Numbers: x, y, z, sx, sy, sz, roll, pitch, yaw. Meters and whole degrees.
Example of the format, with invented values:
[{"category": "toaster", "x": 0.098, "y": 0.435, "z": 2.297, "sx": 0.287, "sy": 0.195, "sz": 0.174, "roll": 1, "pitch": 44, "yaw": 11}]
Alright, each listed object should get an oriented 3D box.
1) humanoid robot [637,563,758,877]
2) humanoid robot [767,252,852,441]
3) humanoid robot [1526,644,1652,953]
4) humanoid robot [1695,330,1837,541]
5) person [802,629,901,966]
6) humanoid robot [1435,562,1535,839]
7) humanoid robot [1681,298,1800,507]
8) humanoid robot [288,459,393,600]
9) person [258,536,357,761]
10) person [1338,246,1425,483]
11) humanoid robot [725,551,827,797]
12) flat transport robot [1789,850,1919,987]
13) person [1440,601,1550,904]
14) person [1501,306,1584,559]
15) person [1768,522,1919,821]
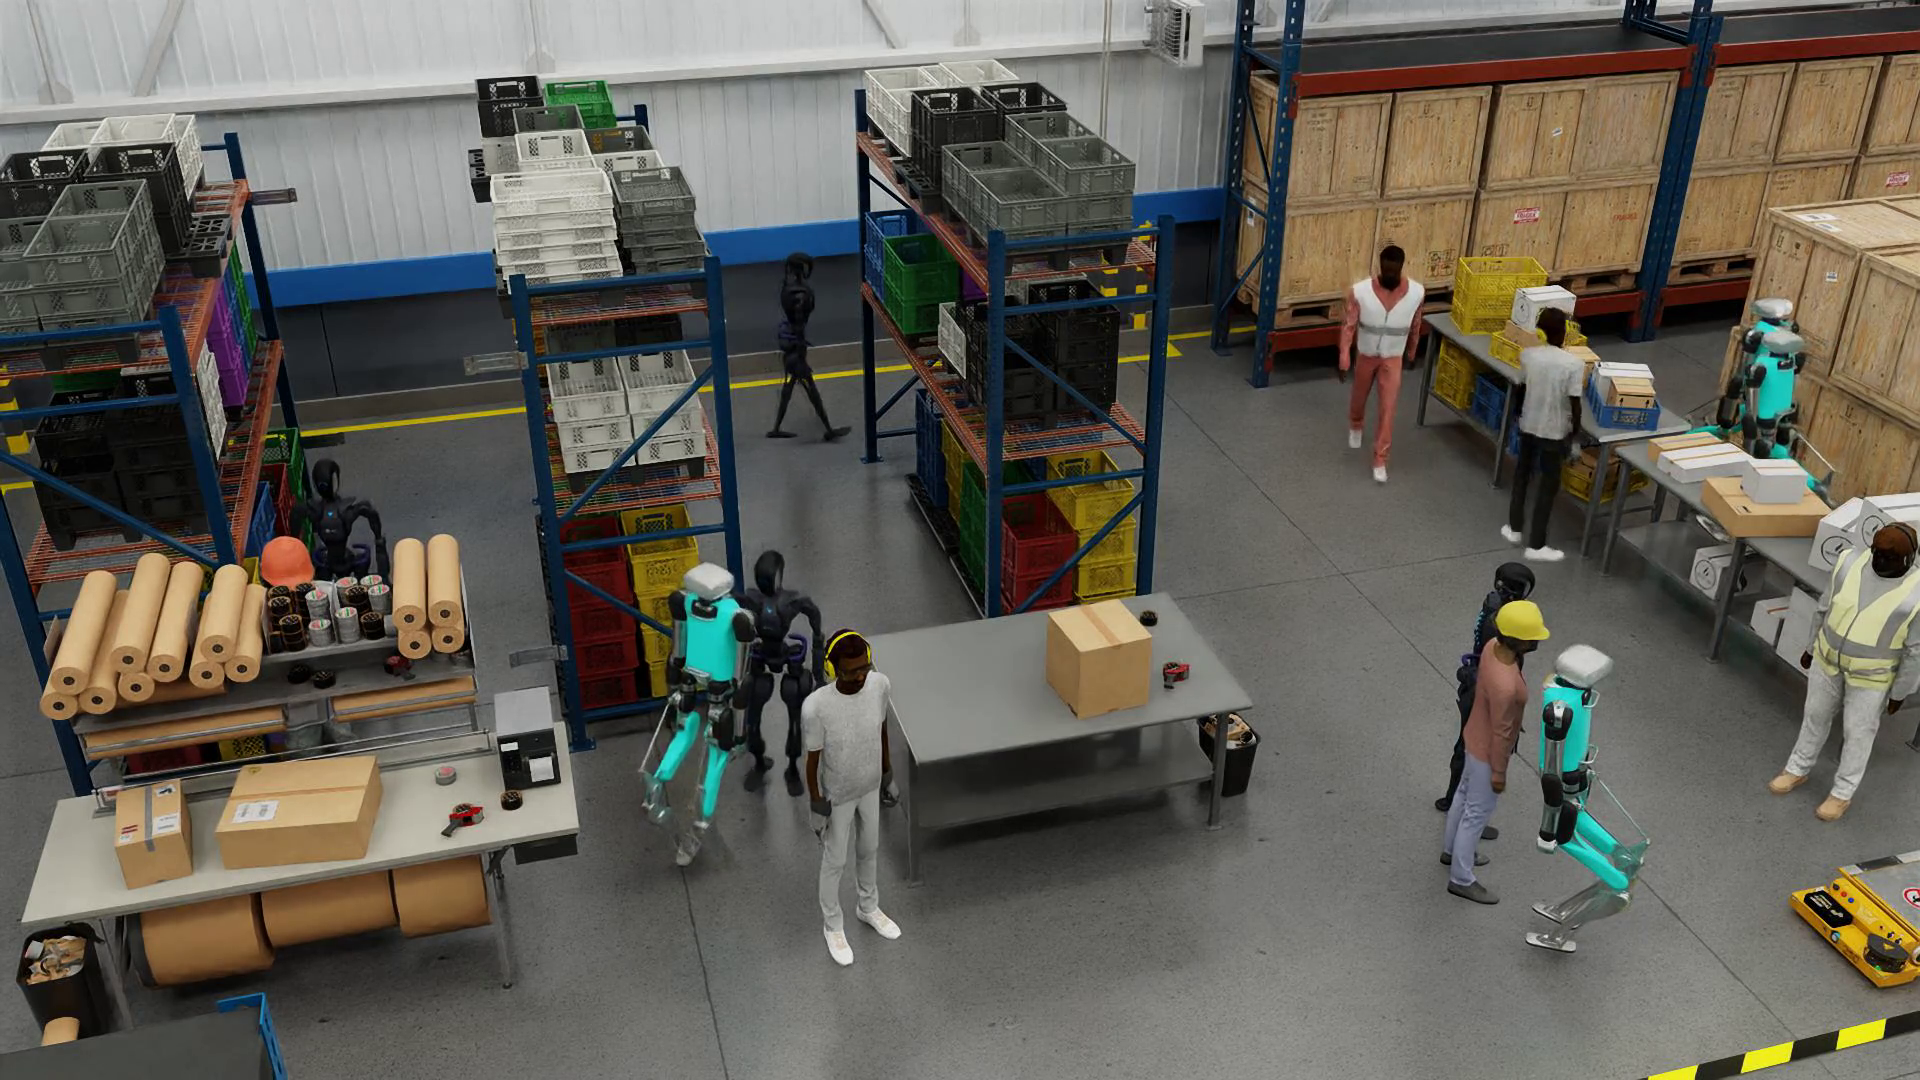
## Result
[{"category": "humanoid robot", "x": -1.429, "y": 1.070, "z": 8.754, "sx": 0.531, "sy": 1.823, "sz": 0.797, "roll": 16, "pitch": 32, "yaw": 26}, {"category": "humanoid robot", "x": -1.264, "y": -1.581, "z": 13.600, "sx": 0.710, "sy": 1.635, "sz": 0.612, "roll": -4, "pitch": 29, "yaw": -7}, {"category": "humanoid robot", "x": 3.115, "y": 1.318, "z": 8.104, "sx": 0.735, "sy": 1.674, "sz": 0.533, "roll": 16, "pitch": 32, "yaw": 26}, {"category": "humanoid robot", "x": 5.809, "y": -0.561, "z": 11.683, "sx": 0.545, "sy": 1.735, "sz": 1.061, "roll": -16, "pitch": 33, "yaw": -27}, {"category": "person", "x": -0.523, "y": 1.252, "z": 8.221, "sx": 0.515, "sy": 1.871, "sz": 0.327, "roll": -21, "pitch": 35, "yaw": -33}, {"category": "humanoid robot", "x": 2.907, "y": 0.853, "z": 9.136, "sx": 0.315, "sy": 1.653, "sz": 0.599, "roll": -2, "pitch": 29, "yaw": -4}, {"category": "humanoid robot", "x": 5.718, "y": -1.029, "z": 12.447, "sx": 0.548, "sy": 1.750, "sz": 0.679, "roll": -17, "pitch": 33, "yaw": -28}, {"category": "humanoid robot", "x": -3.789, "y": 0.236, "z": 10.264, "sx": 0.603, "sy": 1.644, "sz": 0.375, "roll": -6, "pitch": 29, "yaw": -11}, {"category": "person", "x": -3.383, "y": 0.881, "z": 8.726, "sx": 0.390, "sy": 2.037, "sz": 0.604, "roll": 17, "pitch": 33, "yaw": 28}, {"category": "person", "x": 3.308, "y": -1.469, "z": 13.189, "sx": 0.615, "sy": 1.857, "sz": 1.020, "roll": 5, "pitch": 29, "yaw": 8}, {"category": "humanoid robot", "x": -1.031, "y": 0.751, "z": 9.339, "sx": 0.615, "sy": 1.644, "sz": 0.404, "roll": 1, "pitch": 29, "yaw": 2}, {"category": "flat transport robot", "x": 5.163, "y": 1.916, "z": 8.676, "sx": 1.431, "sy": 0.231, "sz": 0.659, "roll": -8, "pitch": 30, "yaw": -14}, {"category": "person", "x": 2.778, "y": 1.077, "z": 8.646, "sx": 0.314, "sy": 1.767, "sz": 0.534, "roll": 4, "pitch": 29, "yaw": 7}, {"category": "person", "x": 4.196, "y": -0.746, "z": 11.898, "sx": 0.338, "sy": 1.835, "sz": 0.635, "roll": -22, "pitch": 36, "yaw": -34}, {"category": "person", "x": 4.982, "y": 0.715, "z": 9.244, "sx": 0.429, "sy": 1.834, "sz": 0.630, "roll": -17, "pitch": 33, "yaw": -28}]
